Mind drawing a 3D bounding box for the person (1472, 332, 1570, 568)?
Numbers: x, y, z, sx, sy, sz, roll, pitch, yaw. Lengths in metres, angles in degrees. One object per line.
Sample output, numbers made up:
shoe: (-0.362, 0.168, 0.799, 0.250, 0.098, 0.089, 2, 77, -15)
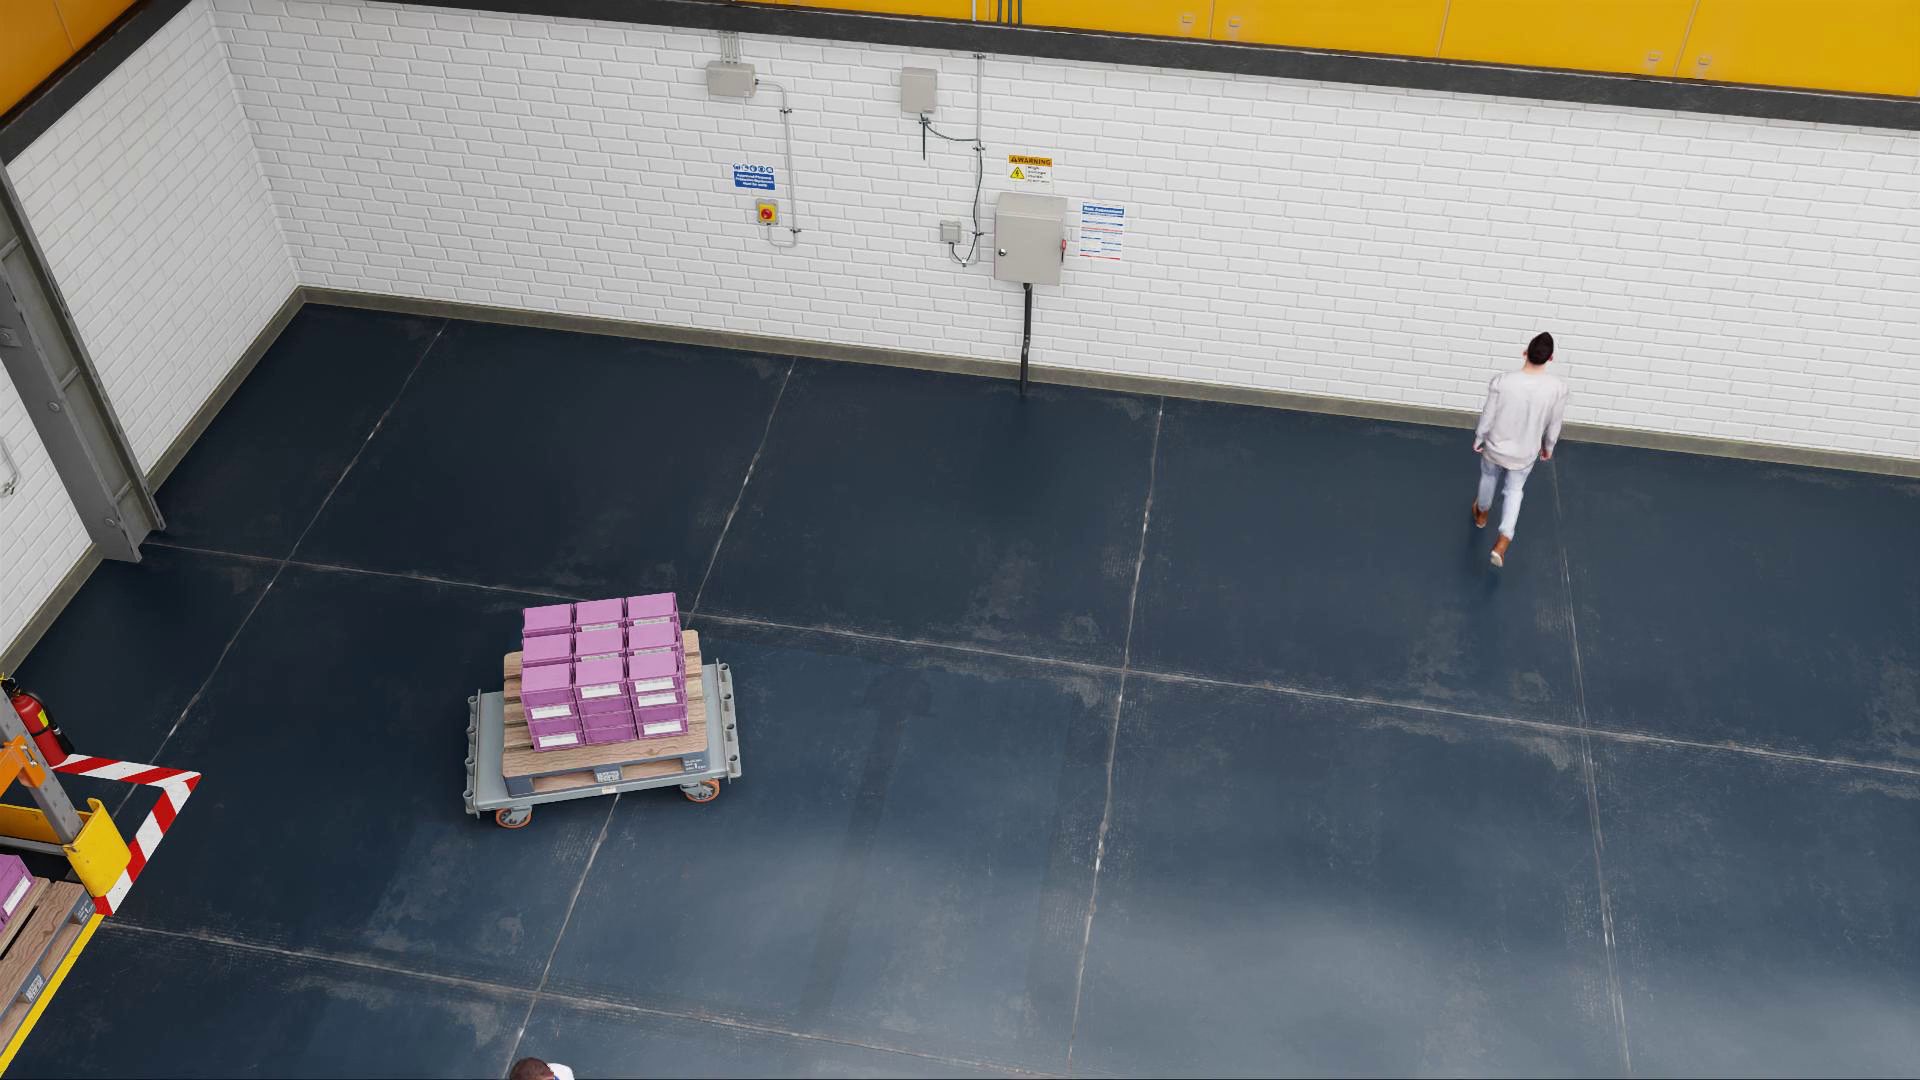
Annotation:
person: (3.781, -0.619, 11.351, 0.748, 1.820, 1.082, 10, 45, 11)
